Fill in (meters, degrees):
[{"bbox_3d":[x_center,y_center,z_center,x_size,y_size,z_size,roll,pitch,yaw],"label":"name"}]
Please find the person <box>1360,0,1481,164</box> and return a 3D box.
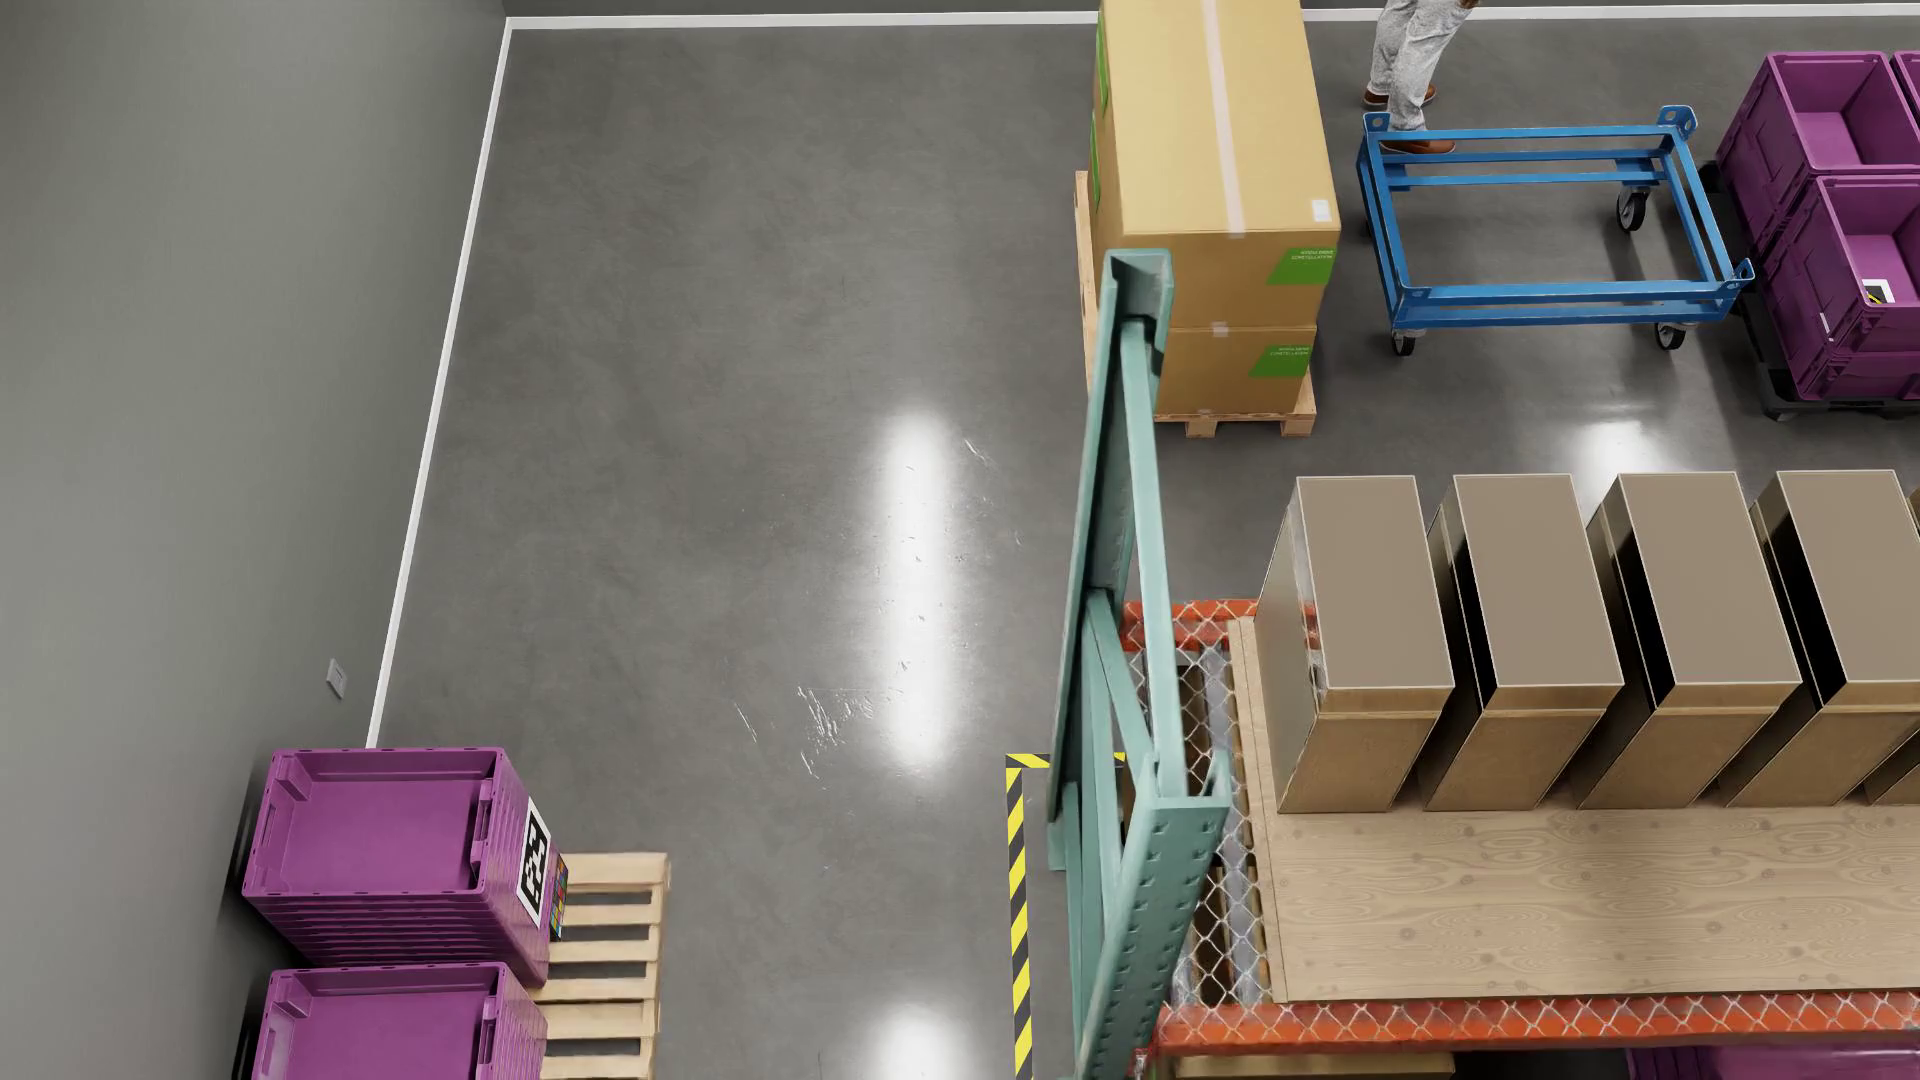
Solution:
[{"bbox_3d":[1.822,-2.245,6.079,0.370,1.941,0.627,-2,58,-1],"label":"person"}]
